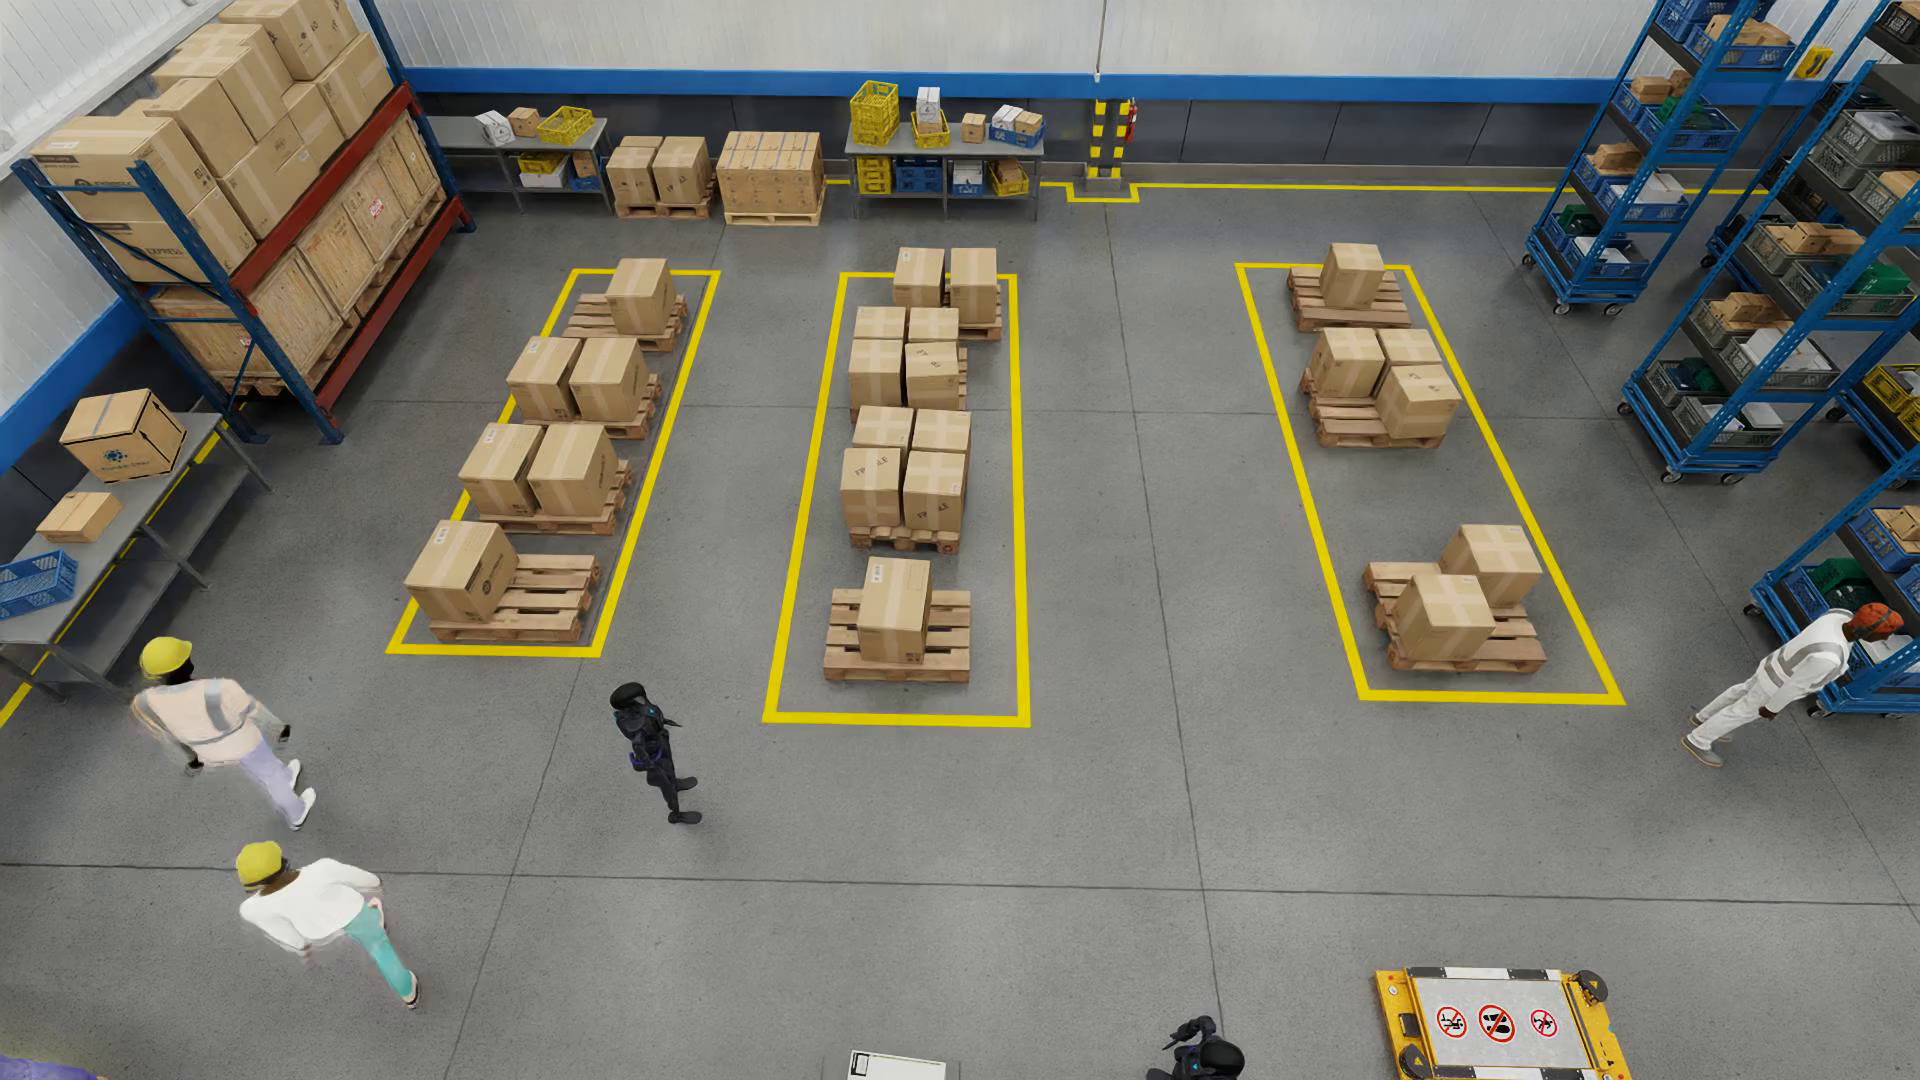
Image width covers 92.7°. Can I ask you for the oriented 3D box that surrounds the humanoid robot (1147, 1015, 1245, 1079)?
[{"bbox_3d":[1.293,3.033,5.096,0.311,1.657,0.609,1,51,1],"label":"humanoid robot"}]

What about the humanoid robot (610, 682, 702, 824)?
[{"bbox_3d":[-2.097,1.466,6.371,0.314,1.661,0.609,-12,52,-10],"label":"humanoid robot"}]

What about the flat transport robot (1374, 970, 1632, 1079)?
[{"bbox_3d":[3.501,3.133,5.914,1.431,0.197,0.652,1,51,1],"label":"flat transport robot"}]

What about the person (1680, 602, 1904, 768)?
[{"bbox_3d":[5.932,1.023,6.613,0.341,1.882,0.575,33,58,24],"label":"person"}]

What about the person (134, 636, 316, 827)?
[{"bbox_3d":[-5.033,1.329,6.354,0.606,1.885,0.702,-8,51,-7],"label":"person"}]

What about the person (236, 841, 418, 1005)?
[{"bbox_3d":[-3.870,2.323,5.669,0.535,1.740,0.900,-26,55,-19],"label":"person"}]

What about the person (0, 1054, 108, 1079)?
[{"bbox_3d":[-5.518,2.996,4.902,0.536,2.000,0.687,-16,53,-13],"label":"person"}]
